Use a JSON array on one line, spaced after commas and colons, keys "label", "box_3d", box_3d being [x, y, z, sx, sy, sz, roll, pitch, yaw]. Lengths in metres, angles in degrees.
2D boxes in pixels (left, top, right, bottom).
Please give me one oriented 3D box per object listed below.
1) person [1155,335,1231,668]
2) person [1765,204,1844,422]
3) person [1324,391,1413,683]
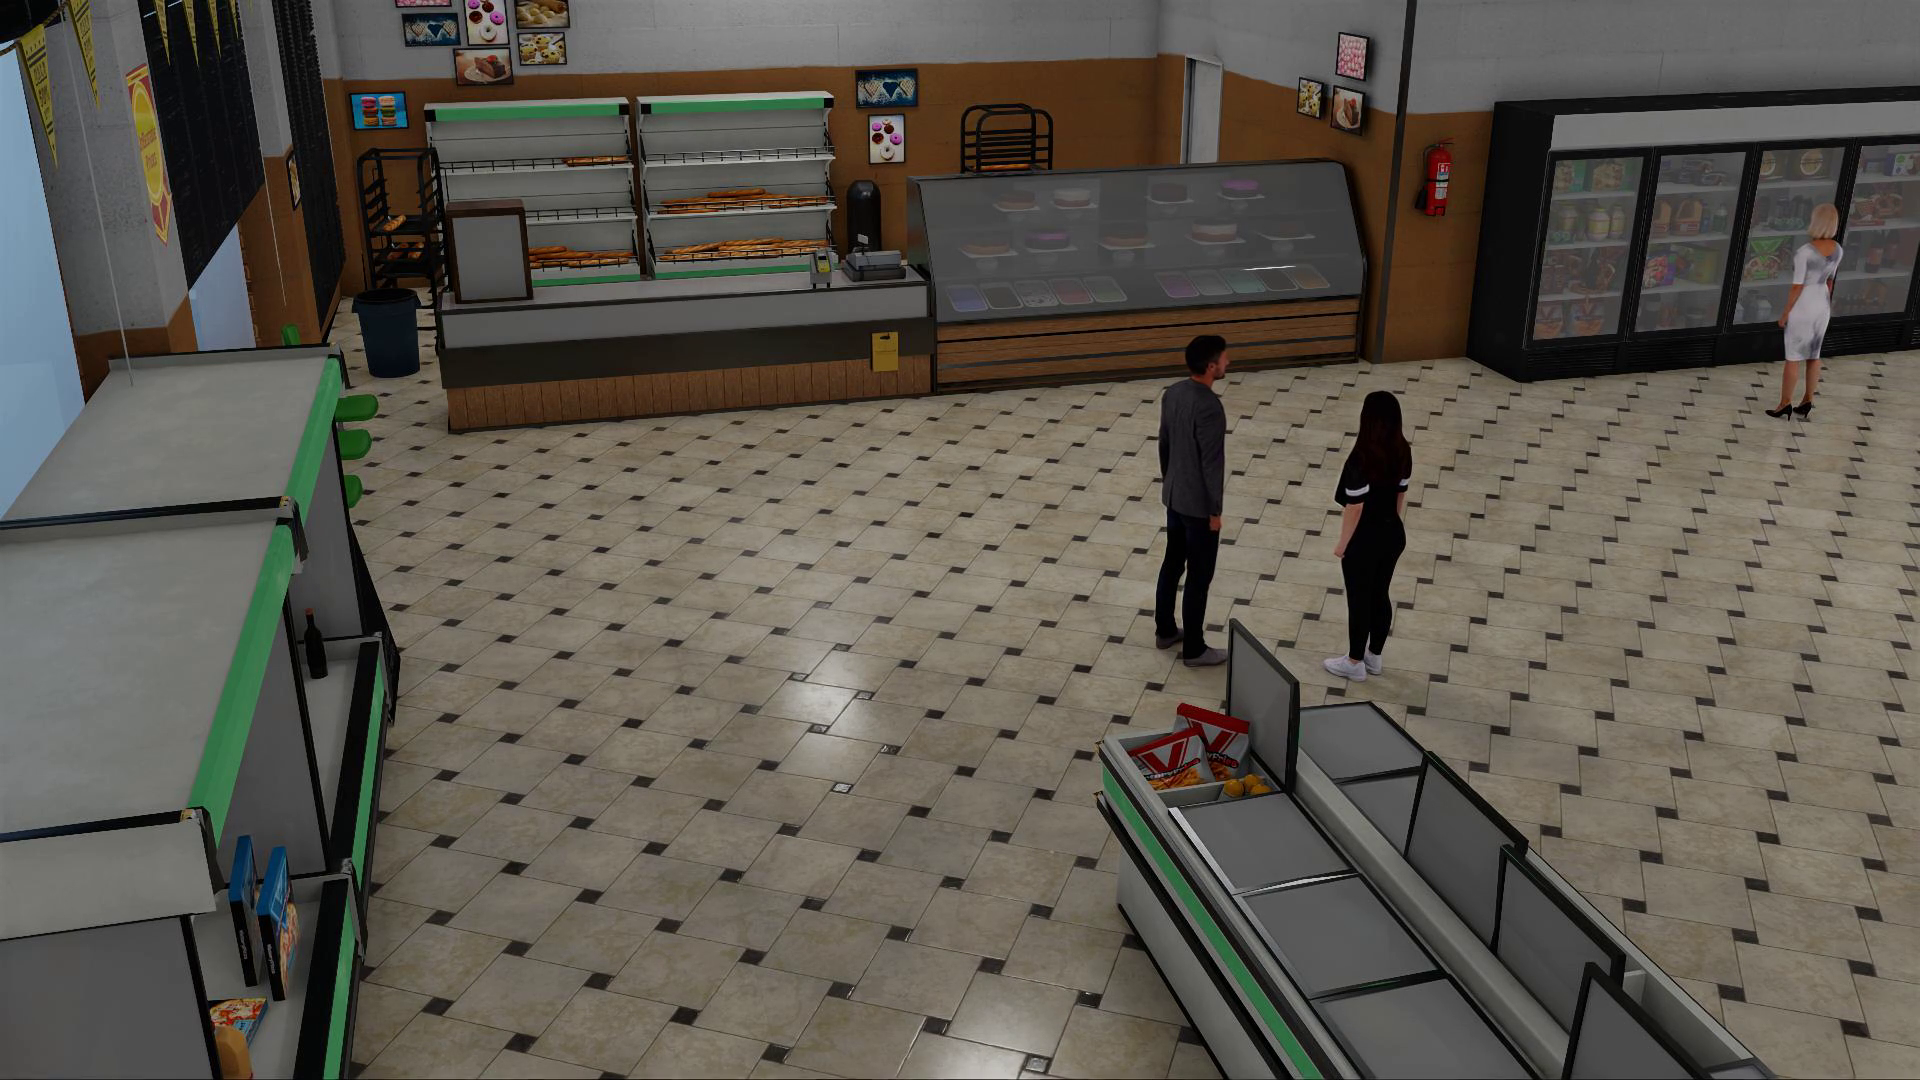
[{"label": "person", "box_3d": [1.298, -0.227, 9.221, 0.788, 1.871, 0.583, -10, 24, -23]}, {"label": "person", "box_3d": [6.826, -1.830, 13.373, 0.560, 1.751, 0.496, -5, 23, -13]}, {"label": "person", "box_3d": [2.231, -0.020, 9.018, 0.679, 1.639, 0.682, -14, 26, -31]}]
